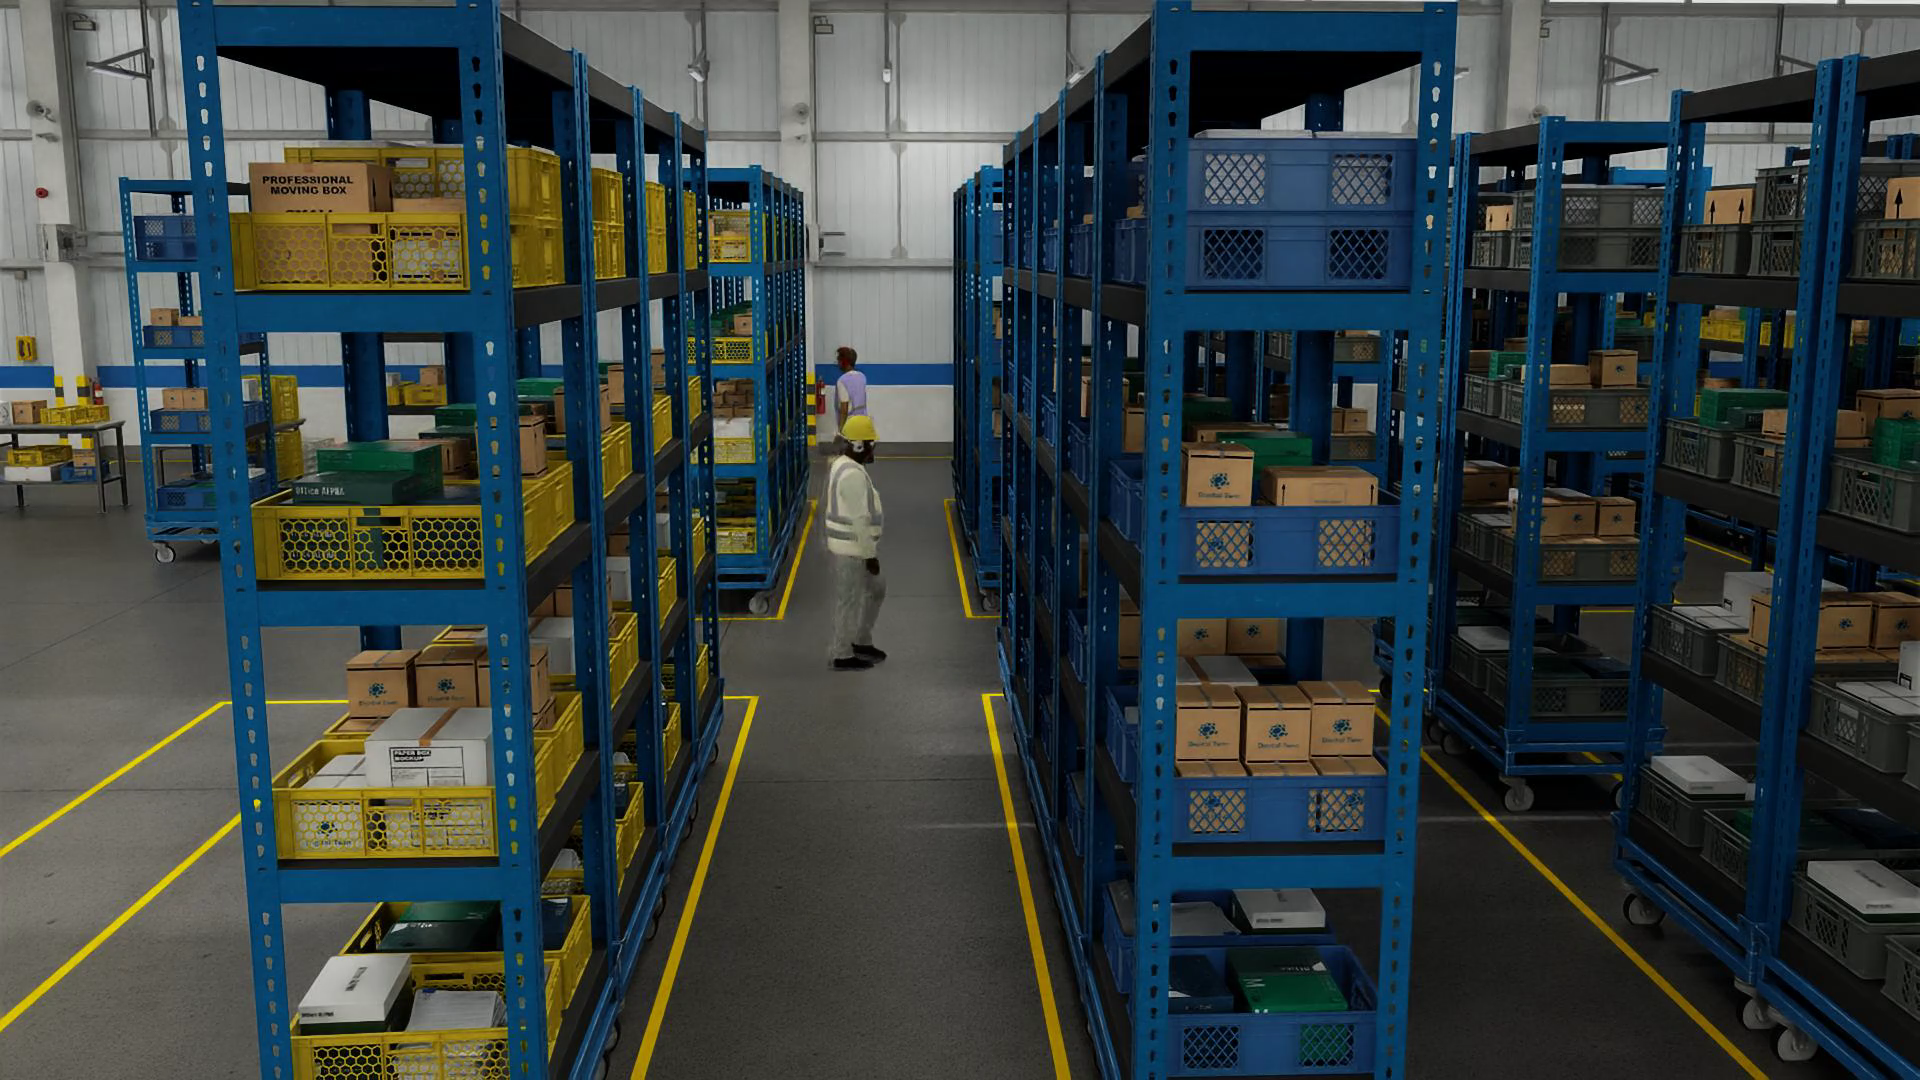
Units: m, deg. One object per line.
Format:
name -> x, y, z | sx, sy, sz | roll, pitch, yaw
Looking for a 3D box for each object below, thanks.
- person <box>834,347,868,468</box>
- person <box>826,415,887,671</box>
person -> -1.246, -1.276, 18.991 | 0.389, 1.850, 0.563 | 4, 11, 22
person -> -0.670, 0.032, 11.666 | 0.539, 1.815, 0.596 | -1, 10, -5
